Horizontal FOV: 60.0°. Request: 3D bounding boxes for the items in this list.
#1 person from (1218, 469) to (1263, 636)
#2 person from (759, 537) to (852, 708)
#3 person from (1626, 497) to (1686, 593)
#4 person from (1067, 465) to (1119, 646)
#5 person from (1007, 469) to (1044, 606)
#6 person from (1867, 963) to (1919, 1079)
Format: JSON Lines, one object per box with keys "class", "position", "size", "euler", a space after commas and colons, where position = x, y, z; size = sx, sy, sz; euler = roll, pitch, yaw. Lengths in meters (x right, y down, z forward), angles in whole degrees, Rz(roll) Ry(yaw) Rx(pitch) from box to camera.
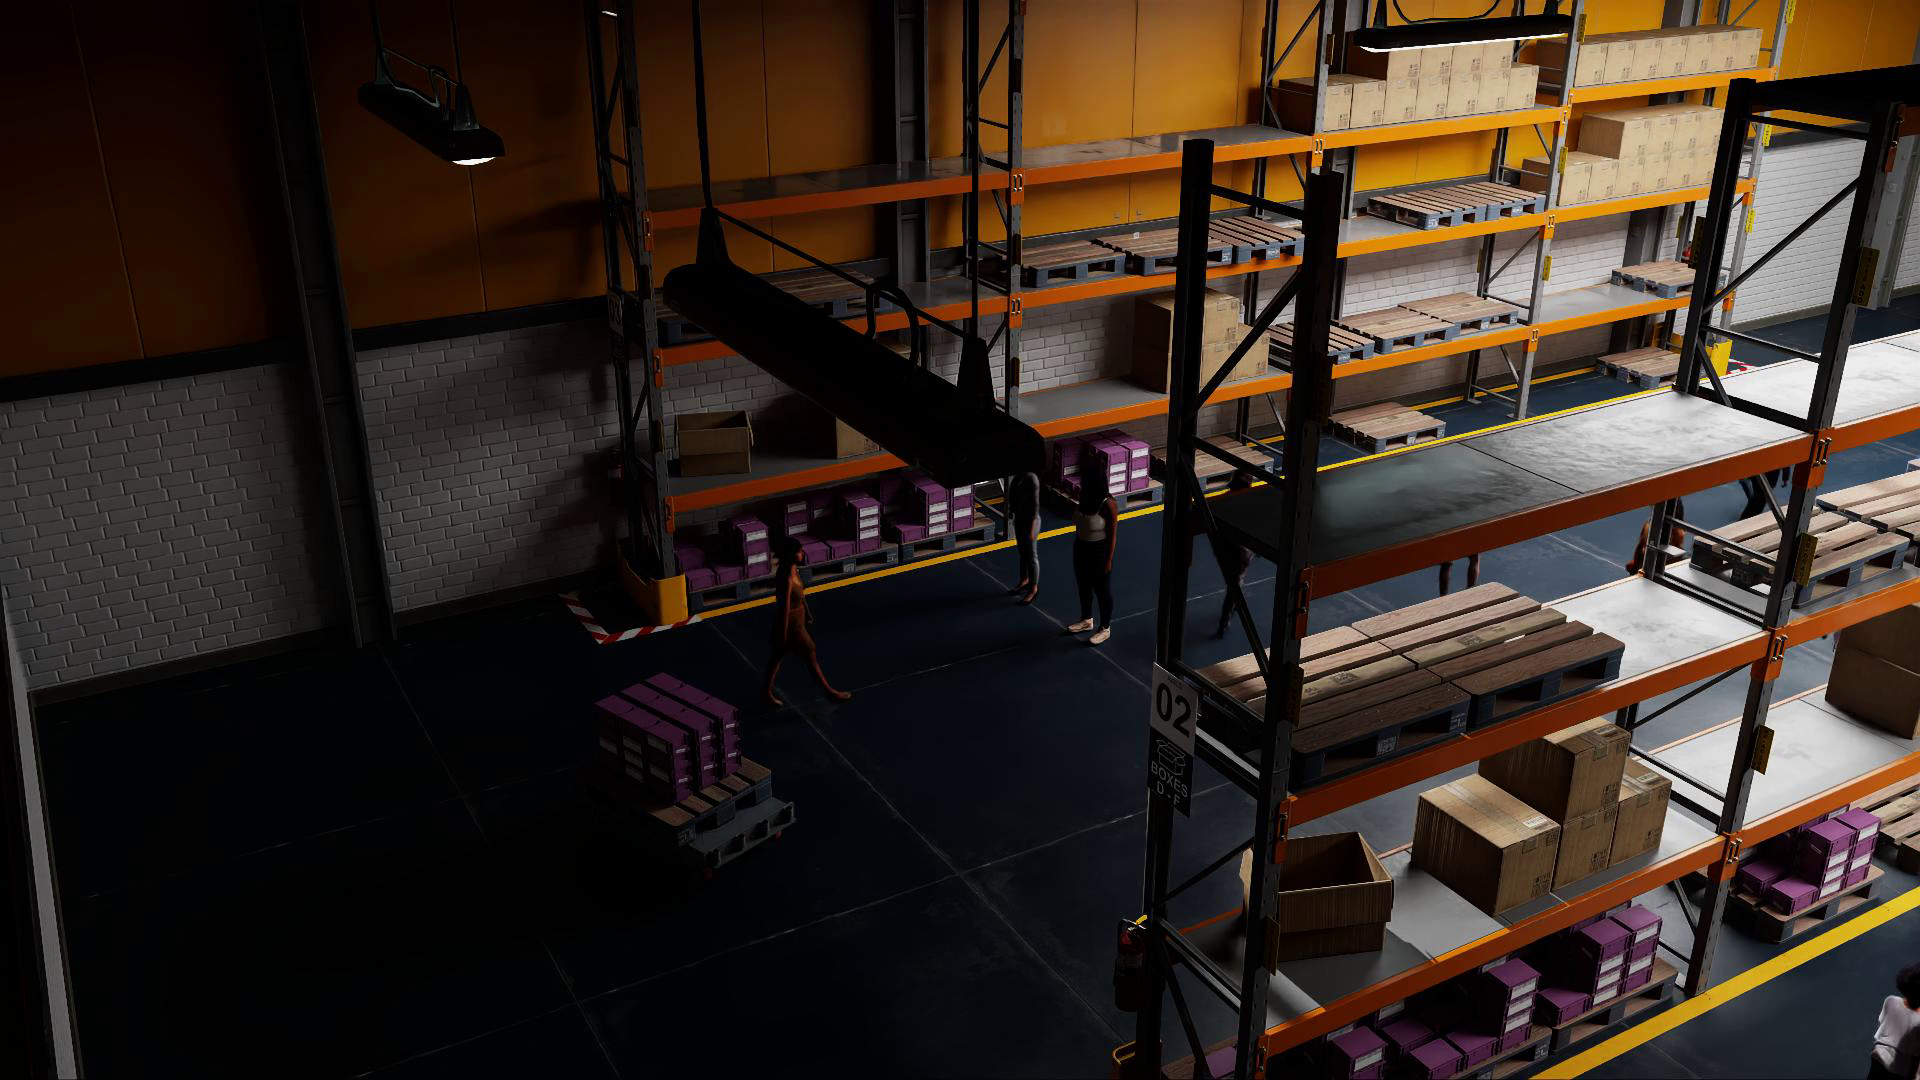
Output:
{"class": "person", "position": [2.665, 0.129, 16.148], "size": [0.937, 1.679, 1.098], "euler": [11, 26, 24]}
{"class": "person", "position": [-1.579, 0.781, 14.699], "size": [1.141, 1.645, 0.915], "euler": [-1, 24, -2]}
{"class": "person", "position": [6.547, 0.368, 15.589], "size": [1.156, 1.690, 0.767], "euler": [-10, 25, -21]}
{"class": "person", "position": [1.300, 0.120, 16.011], "size": [0.631, 1.807, 0.670], "euler": [-17, 29, -34]}
{"class": "person", "position": [0.682, -0.164, 16.821], "size": [0.650, 1.678, 0.668], "euler": [-7, 25, -15]}
{"class": "person", "position": [5.537, 3.090, 9.916], "size": [0.652, 1.246, 0.568], "euler": [-8, 25, -17]}
